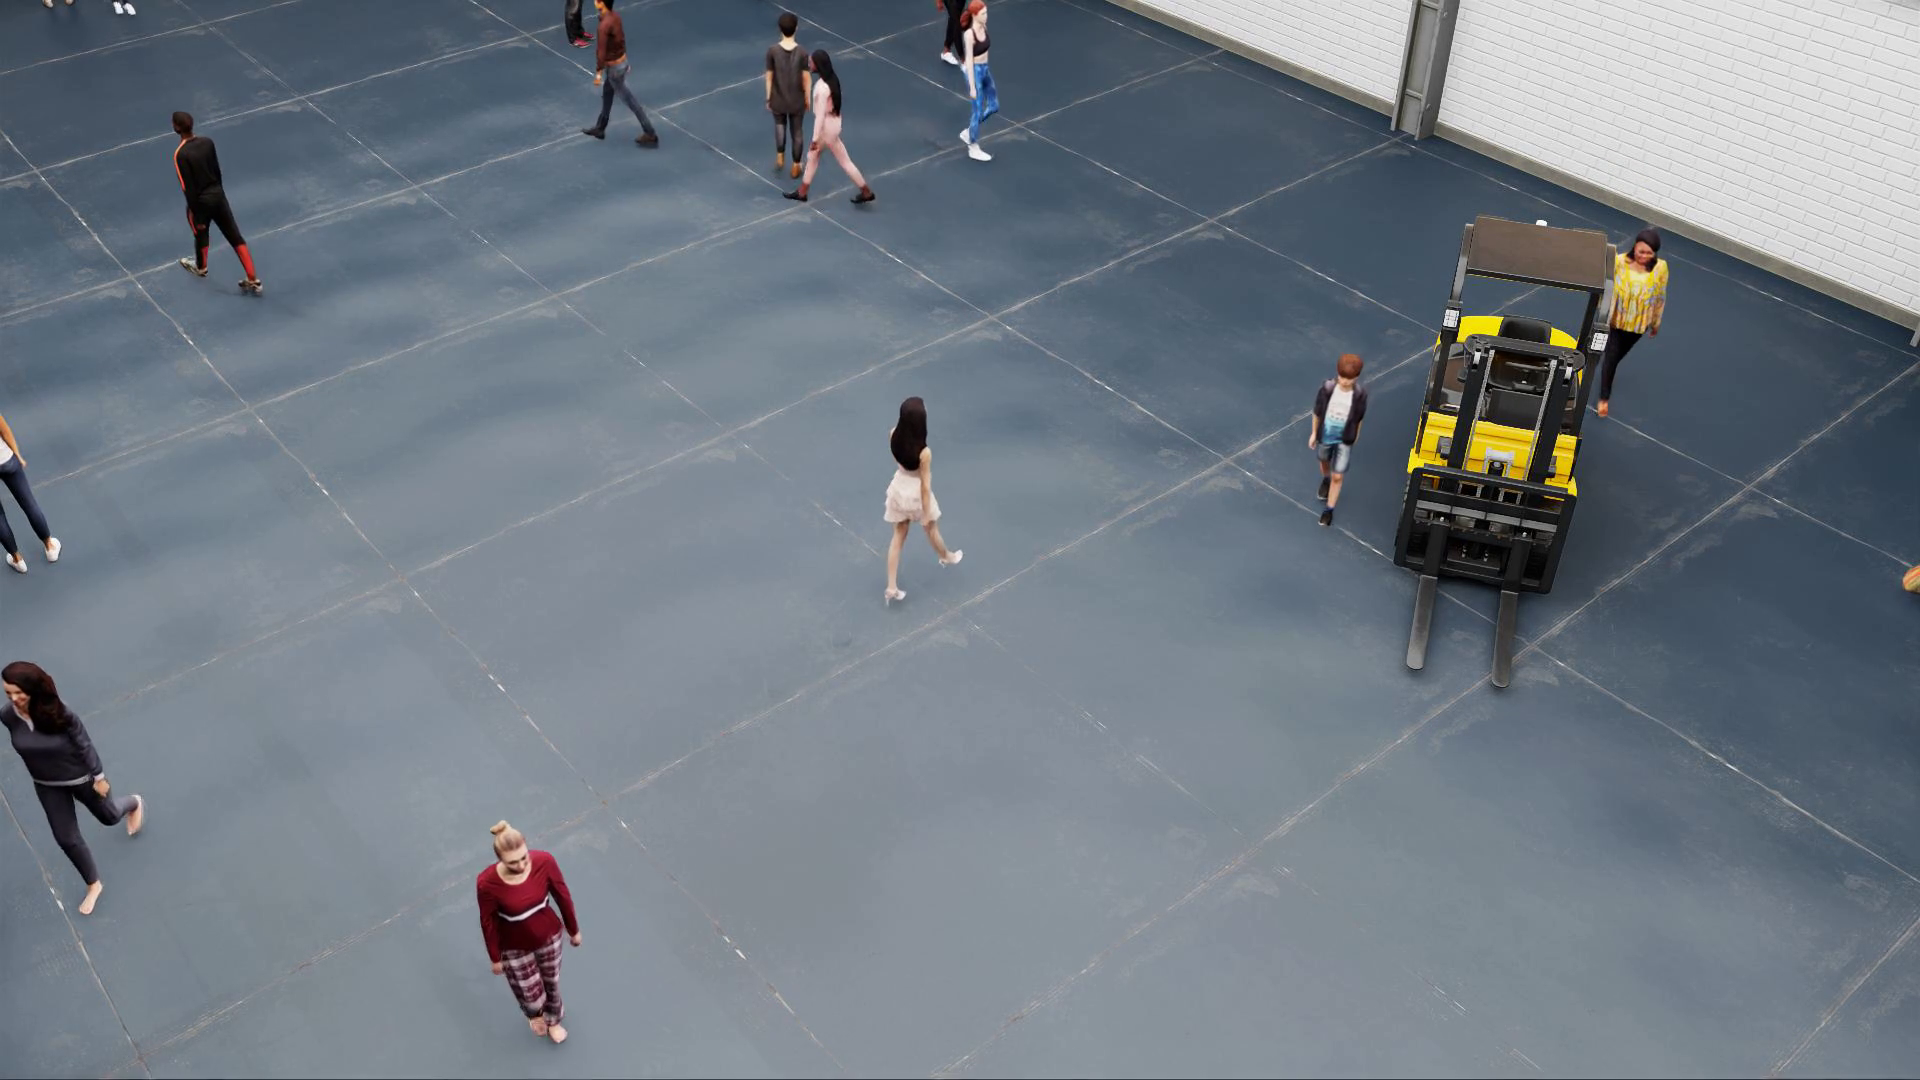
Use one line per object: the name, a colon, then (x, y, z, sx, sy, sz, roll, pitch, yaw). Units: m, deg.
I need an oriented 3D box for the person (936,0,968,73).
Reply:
person: (-0.116, -6.499, 19.816, 0.623, 1.708, 0.943, -28, 46, -31)

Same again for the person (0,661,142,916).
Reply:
person: (-5.300, 1.360, 9.950, 0.999, 1.739, 1.142, -3, 39, -4)

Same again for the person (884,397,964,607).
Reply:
person: (-0.423, -0.241, 11.988, 0.937, 1.699, 0.705, 31, 48, 33)

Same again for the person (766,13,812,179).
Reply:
person: (-1.822, -4.642, 17.505, 0.778, 1.691, 0.835, 1, 39, 2)

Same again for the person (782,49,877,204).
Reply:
person: (-1.234, -4.115, 16.866, 1.197, 1.665, 1.196, 1, 39, 1)

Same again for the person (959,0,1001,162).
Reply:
person: (0.118, -4.921, 17.794, 0.772, 1.775, 0.705, 18, 42, 21)

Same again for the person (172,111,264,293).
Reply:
person: (-6.945, -3.110, 15.532, 1.266, 1.759, 0.953, 19, 42, 22)

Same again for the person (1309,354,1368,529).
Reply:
person: (2.943, -0.856, 12.989, 0.964, 1.411, 0.893, 14, 41, 16)

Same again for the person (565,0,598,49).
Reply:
person: (-4.751, -6.971, 20.341, 0.756, 1.801, 0.715, 6, 39, 7)

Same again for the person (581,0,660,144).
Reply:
person: (-3.648, -5.081, 18.021, 1.208, 1.733, 1.132, 5, 39, 6)

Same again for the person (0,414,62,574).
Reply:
person: (-7.147, -0.537, 12.271, 0.625, 1.809, 0.546, -22, 43, -25)

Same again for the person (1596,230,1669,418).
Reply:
person: (5.681, -1.918, 14.154, 1.094, 1.616, 1.118, 7, 39, 9)

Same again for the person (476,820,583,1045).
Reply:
person: (-2.372, 2.115, 9.041, 0.649, 1.695, 0.599, -25, 45, -28)
